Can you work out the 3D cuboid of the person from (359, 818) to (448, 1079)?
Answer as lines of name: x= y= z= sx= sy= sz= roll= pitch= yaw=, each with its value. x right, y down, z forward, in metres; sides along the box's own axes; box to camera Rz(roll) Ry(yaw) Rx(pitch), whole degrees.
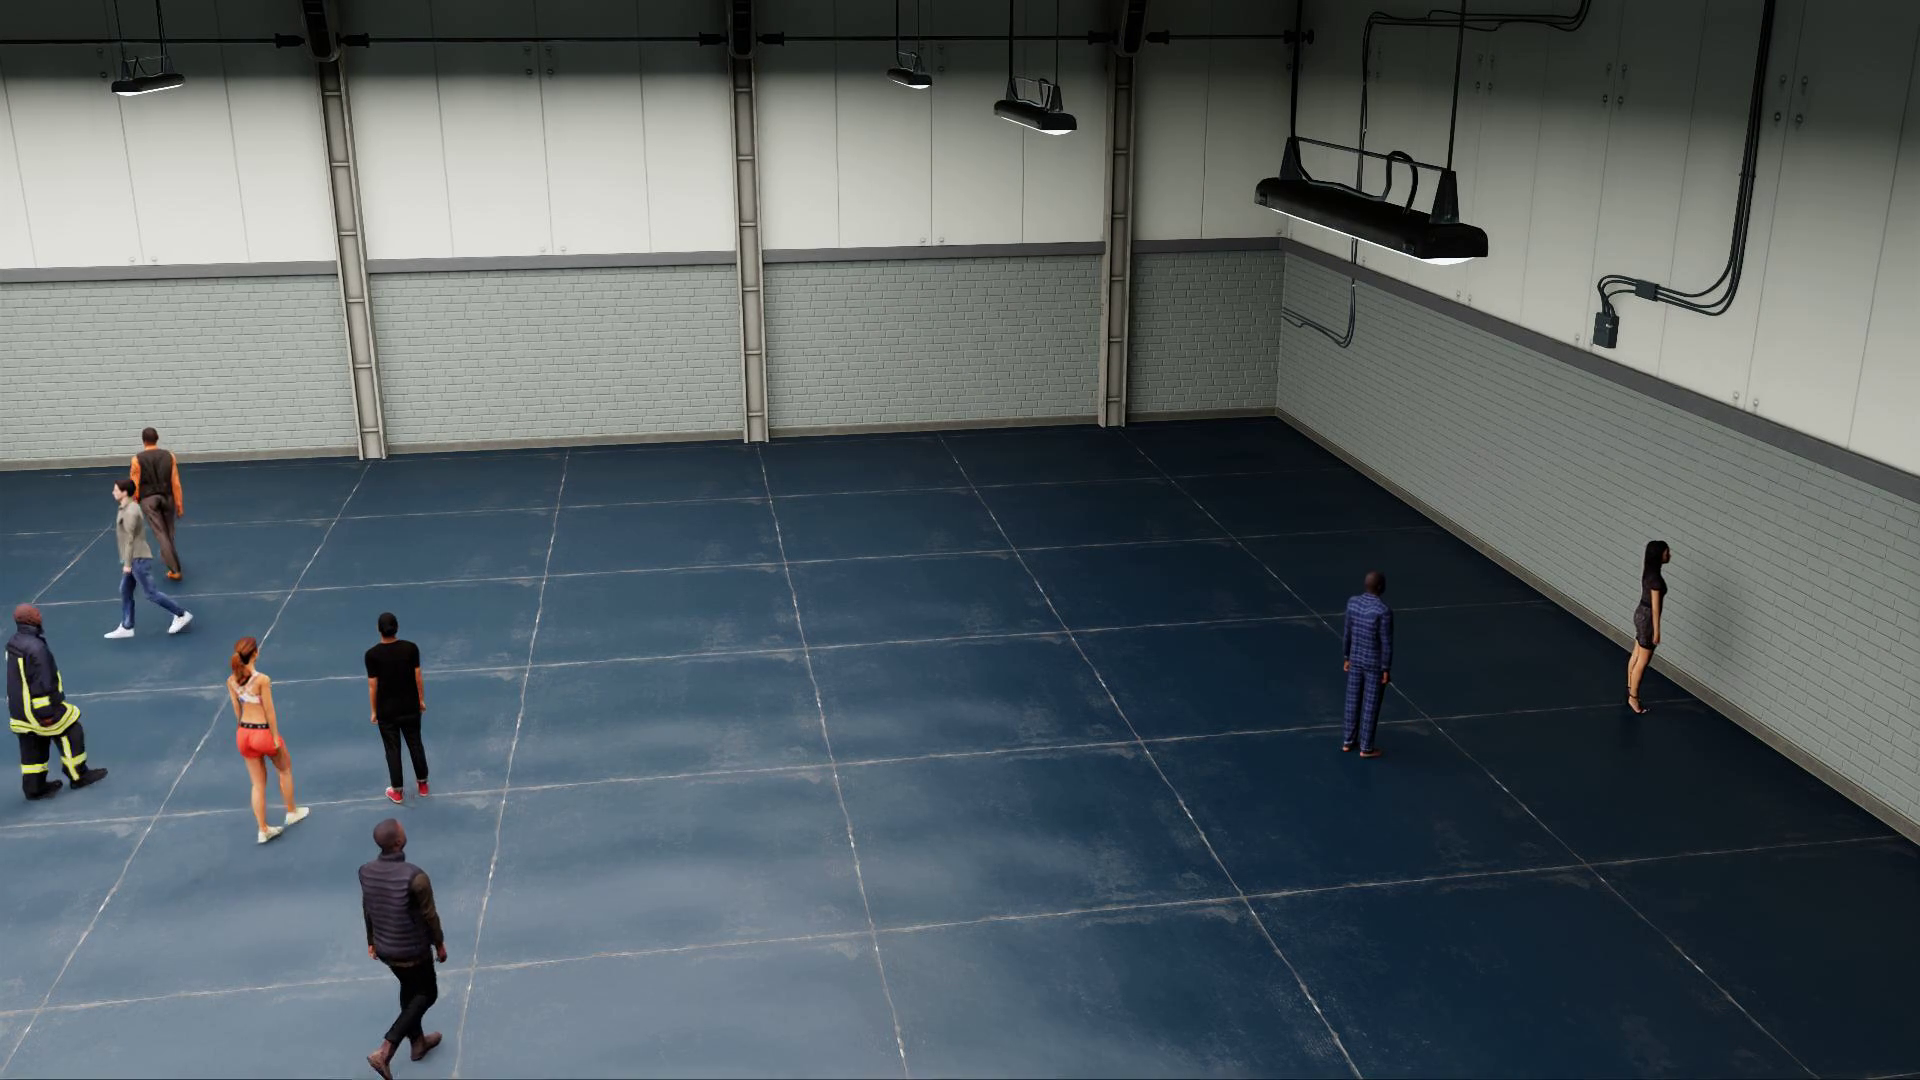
person: x=-3.707 y=2.717 z=10.921 sx=1.054 sy=1.817 sz=1.062 roll=8 pitch=20 yaw=23

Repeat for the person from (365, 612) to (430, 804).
person: x=-5.010 y=1.480 z=14.815 sx=0.610 sy=1.757 sz=0.761 roll=-11 pitch=21 yaw=-30

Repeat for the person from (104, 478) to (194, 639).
person: x=-9.091 y=0.208 z=18.575 sx=1.249 sy=1.848 sz=0.964 roll=-10 pitch=21 yaw=-29

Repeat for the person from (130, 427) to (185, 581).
person: x=-9.815 y=-0.402 z=20.434 sx=1.268 sy=1.856 sz=1.202 roll=-16 pitch=24 yaw=-41

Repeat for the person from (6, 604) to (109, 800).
person: x=-8.296 y=1.457 z=14.810 sx=1.036 sy=1.804 sz=1.105 roll=14 pitch=23 yaw=37

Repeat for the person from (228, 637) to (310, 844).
person: x=-5.984 y=1.726 z=14.044 sx=0.853 sy=1.767 sz=0.827 roll=4 pitch=19 yaw=13

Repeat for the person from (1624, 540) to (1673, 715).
person: x=6.908 y=0.846 z=16.709 sx=0.620 sy=1.790 sz=0.661 roll=2 pitch=18 yaw=7

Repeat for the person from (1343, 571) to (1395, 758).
person: x=3.845 y=1.153 z=15.711 sx=0.784 sy=1.824 sz=0.773 roll=-16 pitch=24 yaw=-40
